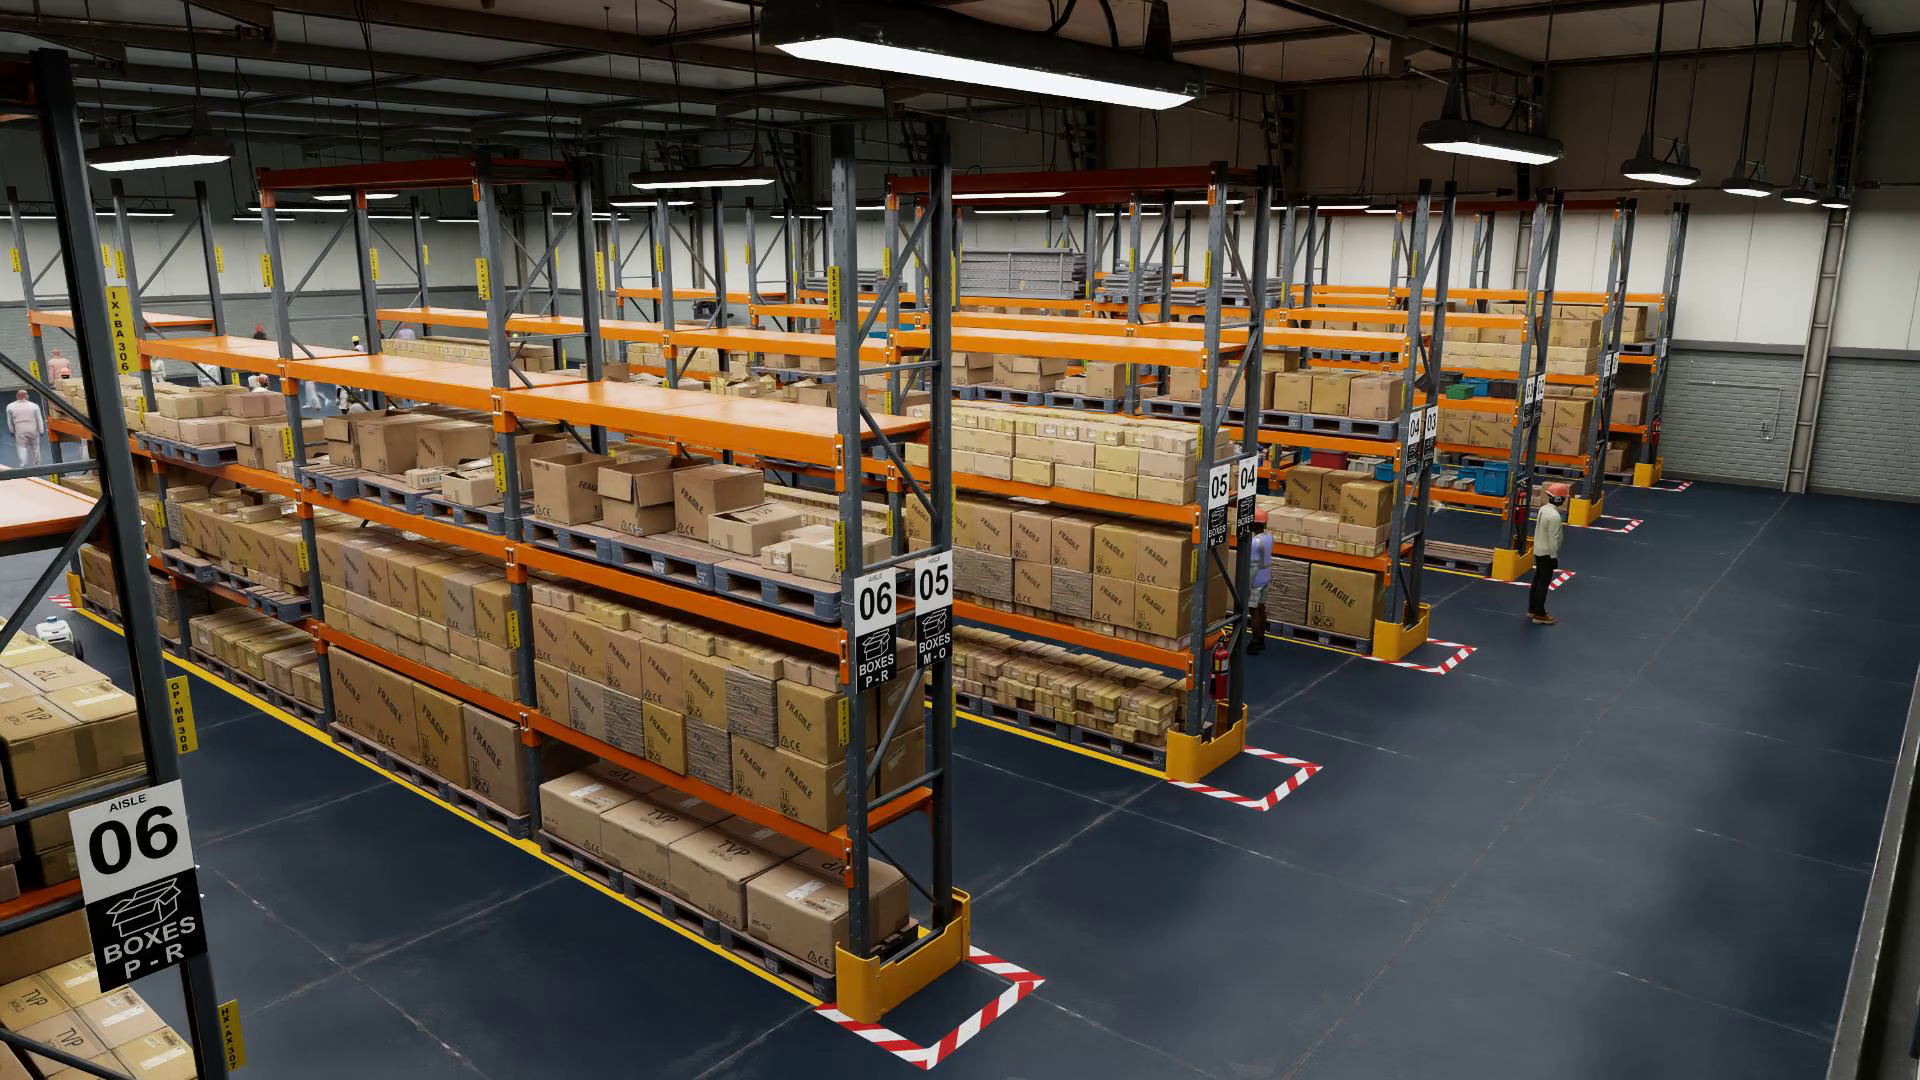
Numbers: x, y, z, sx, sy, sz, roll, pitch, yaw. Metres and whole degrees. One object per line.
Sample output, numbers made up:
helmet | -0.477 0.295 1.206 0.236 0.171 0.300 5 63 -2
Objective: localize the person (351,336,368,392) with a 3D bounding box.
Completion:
person | -20.952 -6.144 43.898 0.382 1.919 0.594 -2 14 -8

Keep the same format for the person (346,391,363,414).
person | -14.065 -2.588 29.498 0.990 1.824 0.532 -1 14 -4

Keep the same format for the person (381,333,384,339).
person | -20.716 -6.469 45.243 0.597 1.916 0.371 -9 16 -32

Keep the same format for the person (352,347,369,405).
person | -19.270 -5.240 40.340 0.346 1.845 0.505 13 19 43

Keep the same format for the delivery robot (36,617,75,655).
delivery robot | -11.716 1.234 16.291 0.477 0.478 0.707 -11 18 -38

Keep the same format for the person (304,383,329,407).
person | -20.423 -4.982 39.762 0.707 1.606 0.499 -2 14 -8

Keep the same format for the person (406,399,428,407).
person | -15.321 -4.074 35.599 0.663 1.812 0.804 -5 15 -20

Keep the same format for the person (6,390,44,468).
person | -21.580 -2.531 29.121 0.674 1.890 0.568 -8 16 -31

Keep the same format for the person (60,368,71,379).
person | -23.585 -3.595 33.378 0.542 1.939 0.361 -7 15 -27

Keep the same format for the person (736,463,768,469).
person | -4.898 -2.557 29.249 0.969 1.873 0.548 7 15 27

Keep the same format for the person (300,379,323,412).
person | -20.160 -4.899 38.816 0.880 1.900 0.642 1 14 4

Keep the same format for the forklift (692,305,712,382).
forklift | -9.511 -7.392 47.124 1.873 2.768 1.129 11 17 38

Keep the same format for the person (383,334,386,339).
person | -21.136 -6.605 46.011 0.631 1.822 0.629 -2 14 -10

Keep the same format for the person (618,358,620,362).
person | -9.914 -4.463 37.140 0.373 1.843 0.570 11 18 39

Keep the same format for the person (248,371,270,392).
person | -19.487 -3.969 35.094 0.557 1.851 0.407 -8 16 -29

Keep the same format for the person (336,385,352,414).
person | -17.056 -3.975 34.880 0.366 1.967 0.602 3 14 14

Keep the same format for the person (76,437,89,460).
person | -20.789 -2.577 29.877 0.535 1.605 0.761 -3 14 -11

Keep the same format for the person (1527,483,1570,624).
person | 8.315 0.172 17.791 0.406 1.986 0.618 2 14 9

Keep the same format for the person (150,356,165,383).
person | -26.262 -5.316 41.160 0.538 1.595 0.844 -5 14 -18

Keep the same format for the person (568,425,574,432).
person | -10.608 -3.624 34.011 0.553 1.681 0.373 -11 17 -38

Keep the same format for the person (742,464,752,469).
person | -3.530 -0.458 21.108 0.264 1.632 0.507 9 16 33

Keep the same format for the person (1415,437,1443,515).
person | 9.153 -1.266 24.463 0.454 1.622 0.509 9 16 34

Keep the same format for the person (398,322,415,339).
person | -22.465 -7.919 51.308 0.648 1.878 0.846 -2 14 -10

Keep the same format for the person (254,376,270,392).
person | -17.611 -3.228 32.018 0.603 1.861 0.570 8 16 30

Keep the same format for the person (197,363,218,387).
person | -22.741 -4.748 38.124 0.640 1.931 0.487 1 14 5

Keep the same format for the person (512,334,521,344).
person | -16.485 -6.790 46.881 0.524 1.770 0.315 -3 14 -11

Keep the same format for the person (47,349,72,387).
person | -27.898 -4.937 39.047 0.491 1.933 0.689 6 15 24

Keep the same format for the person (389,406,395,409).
person | -13.038 -2.409 28.614 0.355 1.885 0.575 5 14 18

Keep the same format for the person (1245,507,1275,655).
person | 3.859 0.523 16.433 0.349 1.942 0.545 10 17 34

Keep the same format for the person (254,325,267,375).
person | -27.257 -7.437 49.177 0.553 1.944 0.652 4 14 16
